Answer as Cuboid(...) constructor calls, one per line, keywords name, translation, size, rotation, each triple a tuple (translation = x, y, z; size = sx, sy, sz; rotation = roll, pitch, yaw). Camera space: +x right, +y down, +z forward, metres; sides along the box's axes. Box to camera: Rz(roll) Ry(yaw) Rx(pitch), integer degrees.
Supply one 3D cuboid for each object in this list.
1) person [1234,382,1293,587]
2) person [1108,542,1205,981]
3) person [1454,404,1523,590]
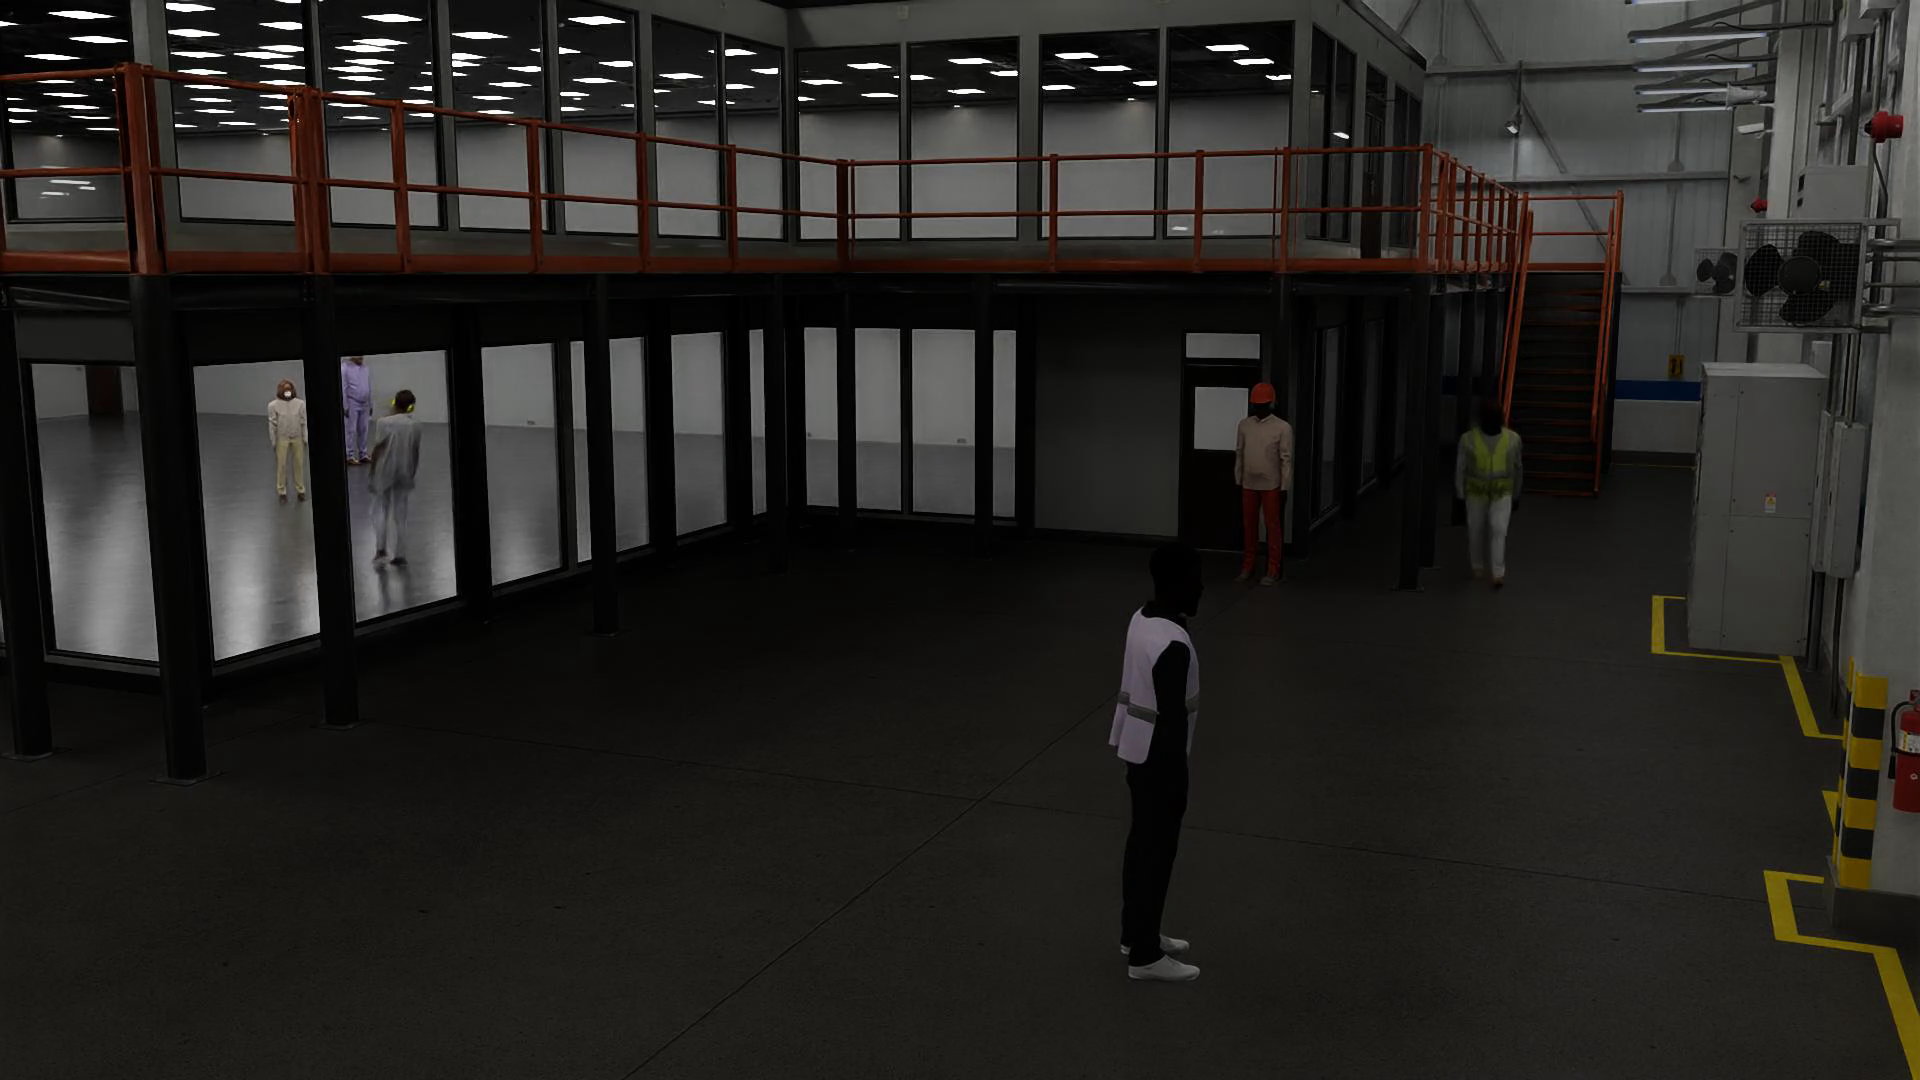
Cuboid(name="person", translation=(2.927, -0.540, 16.160), size=(0.612, 1.986, 0.407), rotation=(8, 12, 41))
Cuboid(name="person", translation=(0.855, 0.951, 7.210), size=(0.391, 1.911, 0.584), rotation=(-1, 9, -7))
Cuboid(name="person", translation=(5.122, -0.434, 16.142), size=(0.636, 1.782, 0.979), rotation=(2, 10, 14))
